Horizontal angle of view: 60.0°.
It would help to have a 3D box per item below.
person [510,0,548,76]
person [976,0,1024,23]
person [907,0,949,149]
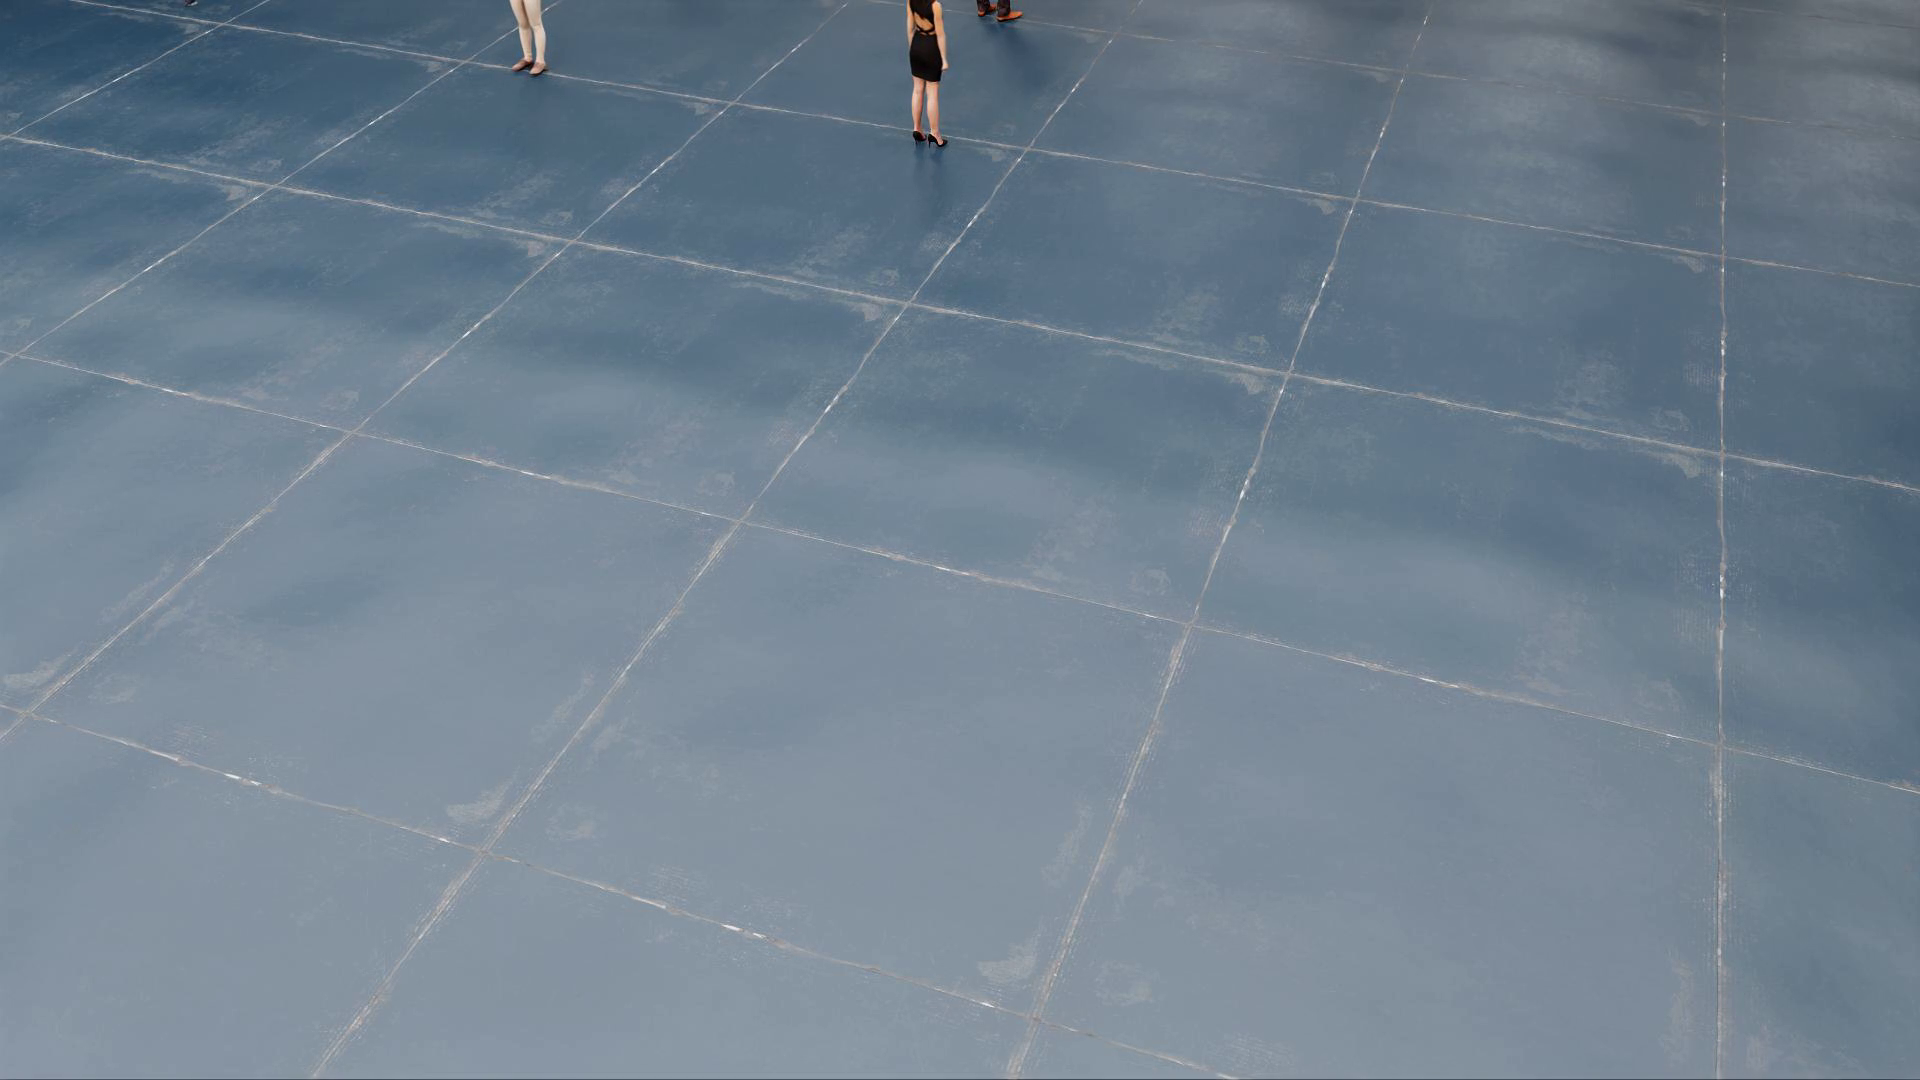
[{"bbox_3d":[-4.257,-5.417,16.242,0.618,1.652,0.567,13,40,16],"label":"person"},{"bbox_3d":[0.374,-6.350,17.309,0.761,1.807,0.742,31,47,33],"label":"person"},{"bbox_3d":[-0.303,-4.308,14.826,0.616,1.650,0.577,26,45,29],"label":"person"}]
